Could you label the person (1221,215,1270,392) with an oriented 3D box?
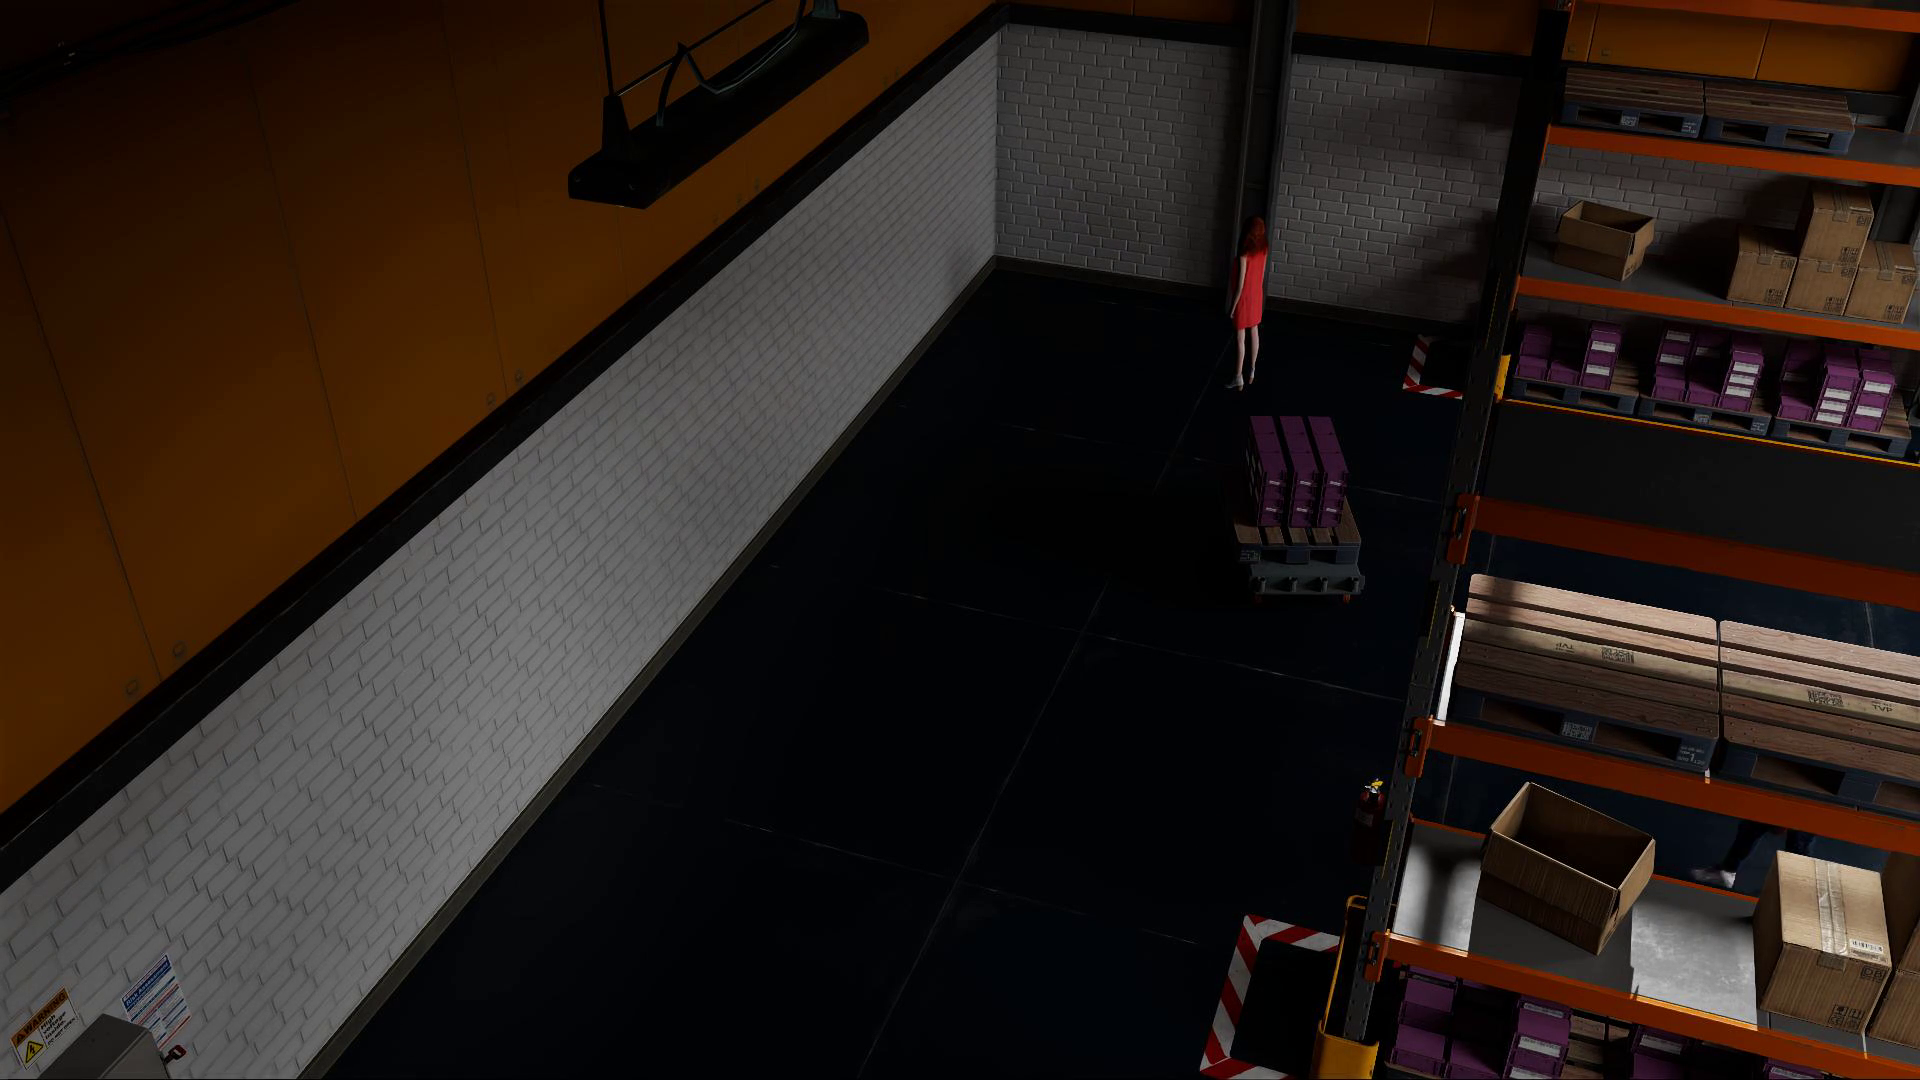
[{"bbox_3d":[2.846,-2.348,16.460,0.668,1.828,0.659,-27,42,-35],"label":"person"}]
